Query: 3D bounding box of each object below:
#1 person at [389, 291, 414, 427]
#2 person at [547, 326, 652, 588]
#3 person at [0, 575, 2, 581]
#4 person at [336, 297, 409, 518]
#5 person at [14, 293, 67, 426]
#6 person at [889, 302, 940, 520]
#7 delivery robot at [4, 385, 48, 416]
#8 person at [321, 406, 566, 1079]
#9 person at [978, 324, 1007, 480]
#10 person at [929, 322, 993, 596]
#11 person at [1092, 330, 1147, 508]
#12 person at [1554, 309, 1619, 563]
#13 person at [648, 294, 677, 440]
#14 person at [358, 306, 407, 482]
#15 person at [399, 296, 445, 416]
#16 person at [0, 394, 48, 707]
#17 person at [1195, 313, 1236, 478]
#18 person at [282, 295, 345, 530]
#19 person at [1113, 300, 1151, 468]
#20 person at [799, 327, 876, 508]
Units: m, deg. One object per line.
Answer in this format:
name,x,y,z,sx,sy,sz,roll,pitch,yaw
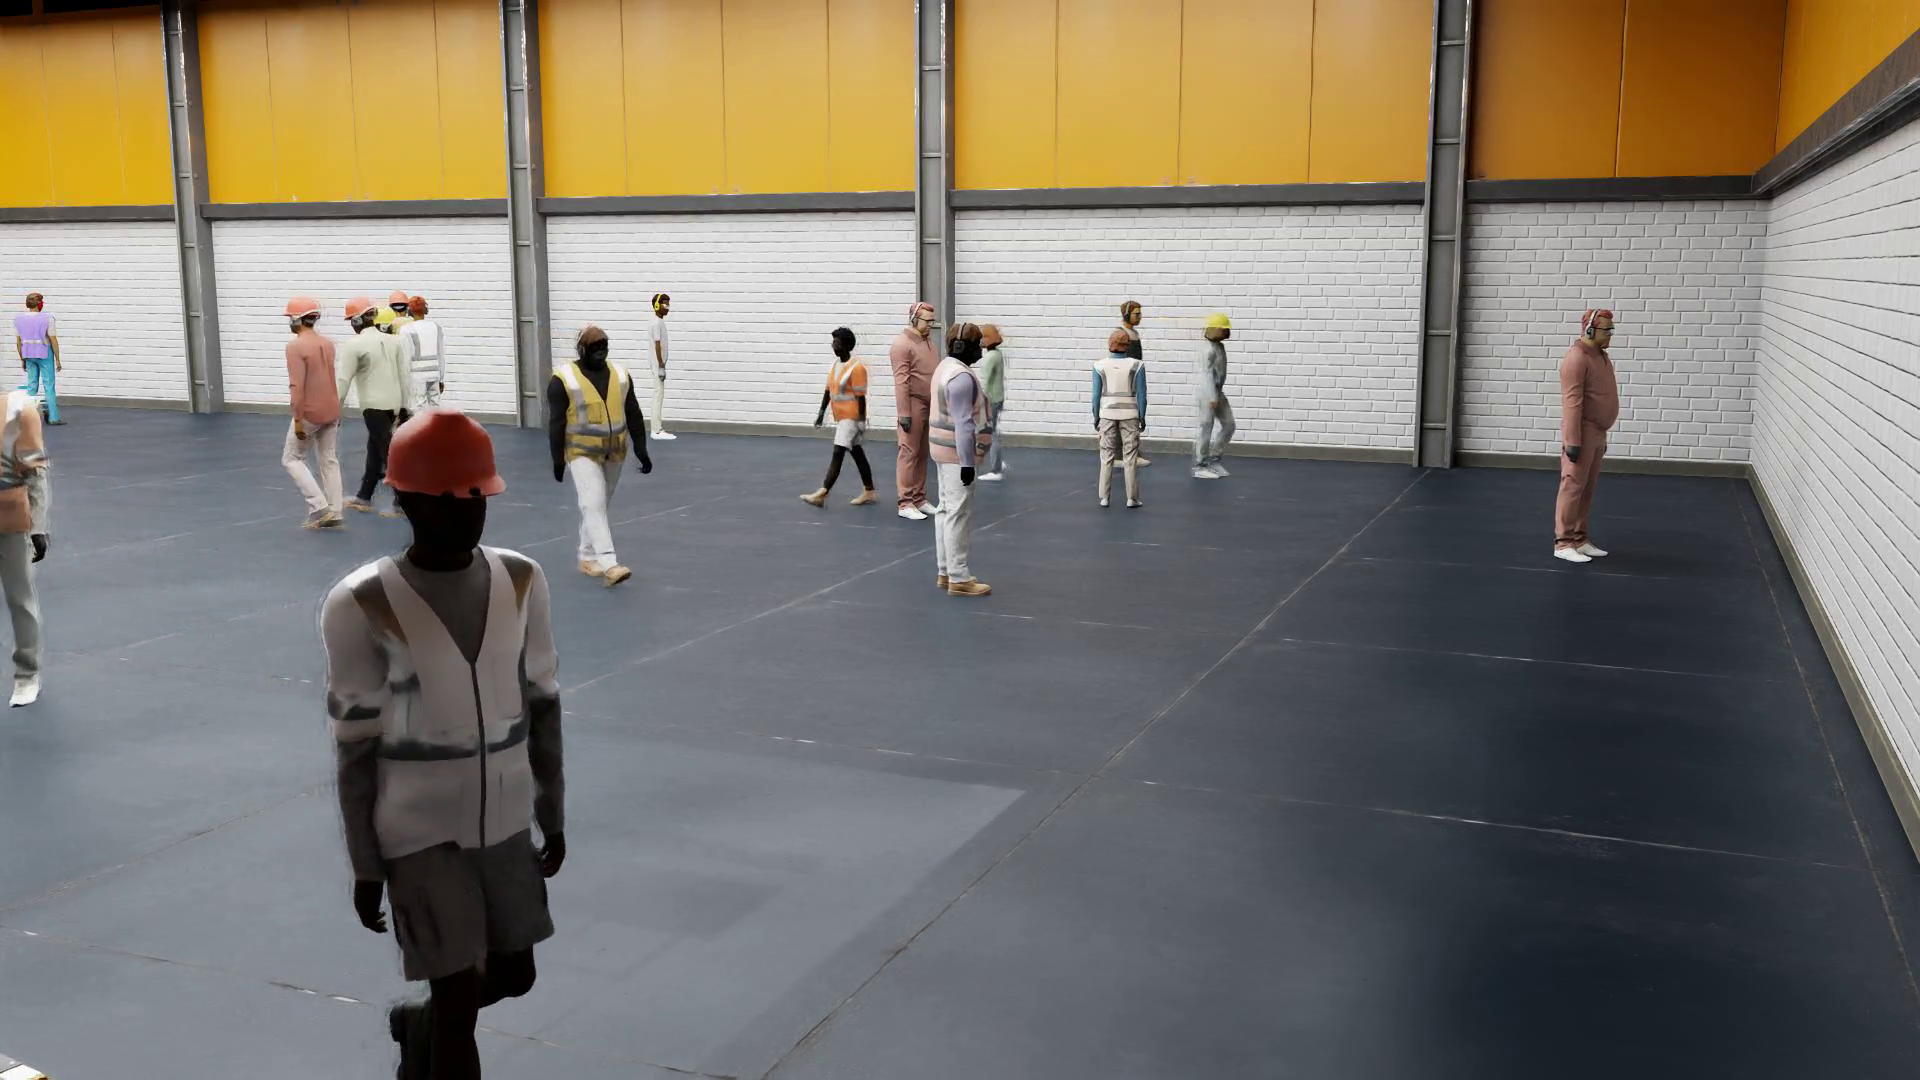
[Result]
person,-6.486,-1.931,19.387,0.546,1.927,0.385,-6,11,-33
person,-2.492,-0.585,11.613,0.643,1.790,0.940,-8,13,-42
person,-6.803,-0.568,11.333,0.560,1.857,0.529,-4,10,-23
person,-5.248,-1.170,14.719,0.967,1.934,0.652,3,10,20
person,-12.770,-2.496,23.053,0.566,1.847,0.389,0,9,-1
person,-0.354,-1.140,14.677,0.407,1.902,0.639,4,10,24
delivery robot,-13.042,-1.915,23.155,0.707,0.478,0.477,2,10,11
person,-1.207,0.633,3.895,0.549,1.916,0.749,-9,13,-43
person,0.295,-1.415,17.164,0.356,1.617,0.535,3,10,16
person,0.008,-0.551,11.295,0.430,1.841,0.623,-2,10,-11
person,1.461,-1.104,15.246,0.511,1.640,0.308,3,10,16
person,4.738,-0.785,12.534,0.403,1.900,0.642,7,12,37
person,-3.839,-2.216,21.321,0.329,1.862,0.518,-2,10,-13
person,-5.843,-1.503,17.145,0.726,1.810,0.604,-4,10,-22
person,-6.063,-1.807,18.775,0.356,1.881,0.575,6,11,34
person,-4.794,-0.063,8.167,0.612,1.896,0.767,-3,10,-15
person,2.665,-1.492,17.304,0.487,1.723,0.512,5,11,28
person,-5.406,-1.044,13.870,0.464,1.979,0.615,3,10,17
person,1.862,-1.707,18.293,0.374,1.841,0.523,6,11,33
person,-1.119,-1.106,15.185,0.881,1.654,0.542,-5,11,-27
